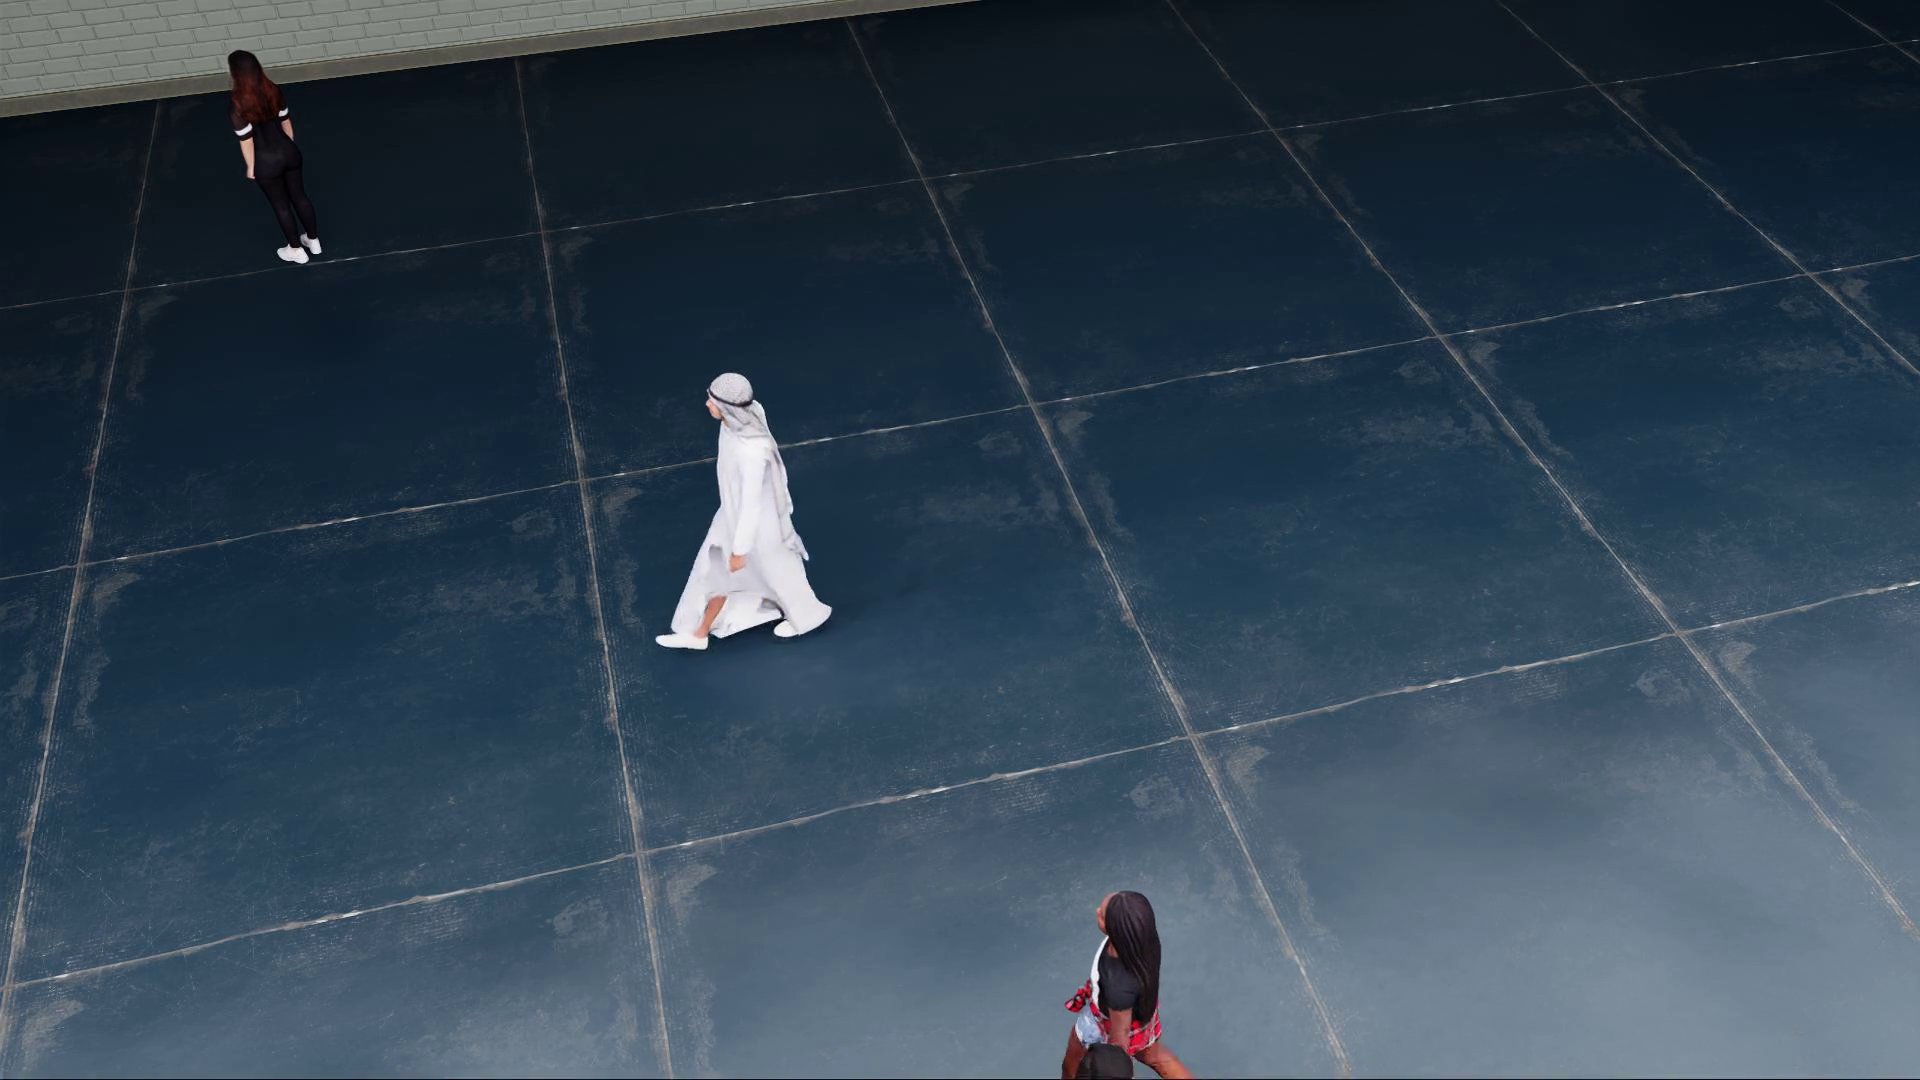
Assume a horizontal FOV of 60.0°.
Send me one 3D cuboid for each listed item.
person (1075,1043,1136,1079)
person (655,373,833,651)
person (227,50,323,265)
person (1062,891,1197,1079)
[{"bbox_3d":[0.496,2.424,6.323,0.718,1.730,0.671,24,48,24],"label":"person"},{"bbox_3d":[-1.024,-0.118,8.936,0.872,1.880,1.216,-15,45,-16],"label":"person"},{"bbox_3d":[-4.929,-2.745,11.927,0.764,1.637,0.713,25,48,24],"label":"person"},{"bbox_3d":[0.741,2.001,6.800,1.079,1.698,1.158,13,45,14],"label":"person"}]
